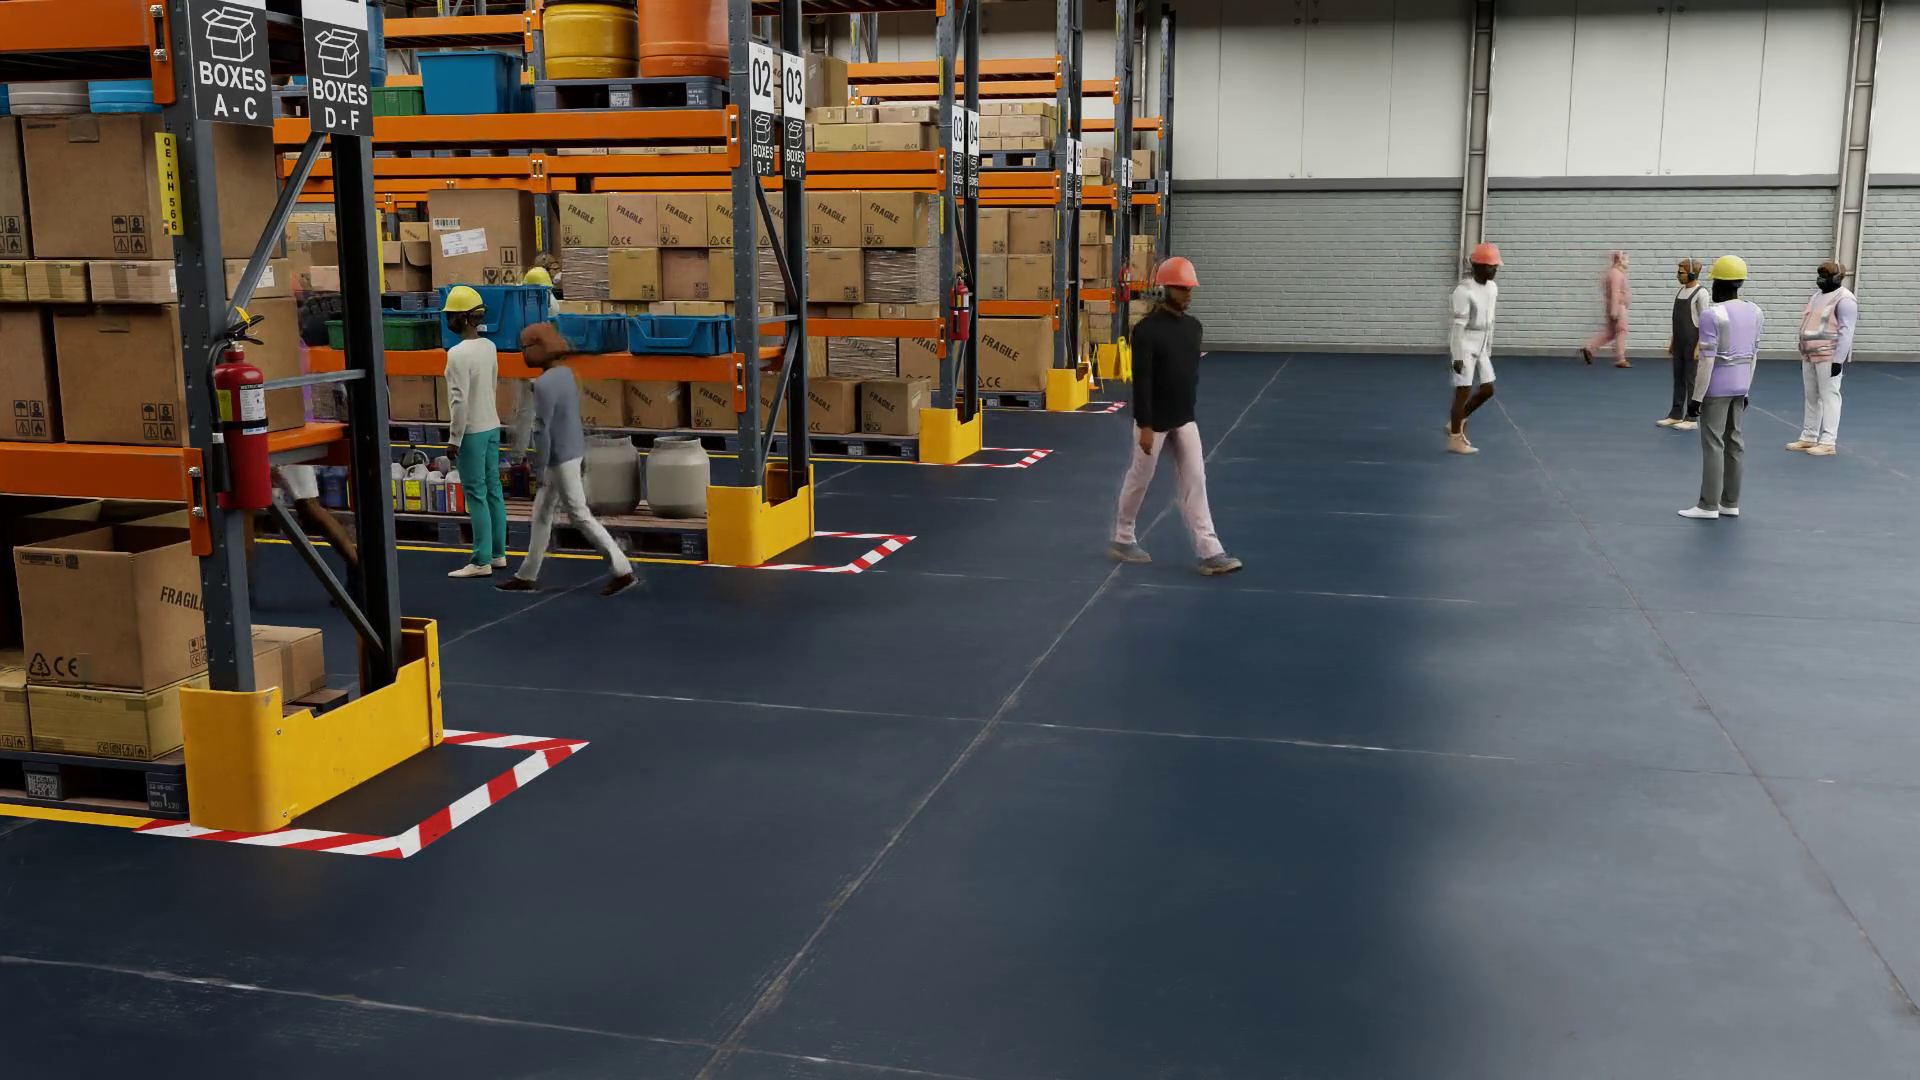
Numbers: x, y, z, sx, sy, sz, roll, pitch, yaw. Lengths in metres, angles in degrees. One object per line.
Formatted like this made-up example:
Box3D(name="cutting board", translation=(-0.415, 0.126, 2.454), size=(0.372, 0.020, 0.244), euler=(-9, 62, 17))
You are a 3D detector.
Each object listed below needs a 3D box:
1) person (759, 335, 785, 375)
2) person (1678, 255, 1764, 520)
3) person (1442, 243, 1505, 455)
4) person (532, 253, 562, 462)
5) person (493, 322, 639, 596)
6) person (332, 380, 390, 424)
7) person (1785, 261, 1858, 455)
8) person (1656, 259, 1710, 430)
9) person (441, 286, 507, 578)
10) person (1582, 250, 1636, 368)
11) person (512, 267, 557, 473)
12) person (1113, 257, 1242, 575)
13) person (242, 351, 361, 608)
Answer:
Box3D(name="person", translation=(-2.065, -2.096, 17.852), size=(0.402, 1.858, 0.553), euler=(5, 11, 25))
Box3D(name="person", translation=(5.576, -1.107, 12.176), size=(0.587, 1.930, 0.355), euler=(-5, 12, -28))
Box3D(name="person", translation=(4.883, -1.801, 15.794), size=(0.623, 2.016, 0.541), euler=(-8, 13, -38))
Box3D(name="person", translation=(-3.838, -1.677, 15.363), size=(0.378, 1.930, 0.629), euler=(-3, 11, -14))
Box3D(name="person", translation=(-2.258, -0.455, 9.509), size=(0.860, 1.585, 0.522), euler=(0, 10, 2))
Box3D(name="person", translation=(-4.686, -1.264, 12.968), size=(0.378, 1.959, 0.604), euler=(3, 11, 17))
Box3D(name="person", translation=(8.255, -1.741, 15.927), size=(0.429, 1.846, 0.629), euler=(-1, 10, -5))
Box3D(name="person", translation=(7.857, -2.111, 17.986), size=(0.349, 1.842, 0.505), euler=(-2, 10, -10))
Box3D(name="person", translation=(-2.966, -0.651, 10.108), size=(0.309, 1.769, 0.524), euler=(1, 10, 8))
Box3D(name="person", translation=(10.479, -3.704, 26.698), size=(0.737, 1.881, 0.653), euler=(3, 11, 14))
Box3D(name="person", translation=(-3.571, -1.455, 14.456), size=(0.818, 1.796, 0.631), euler=(1, 10, 8))
Box3D(name="person", translation=(1.291, -0.759, 10.240), size=(0.636, 1.934, 1.050), euler=(-8, 13, -36))
Box3D(name="person", translation=(-3.715, -0.533, 9.140), size=(1.009, 1.892, 0.546), euler=(1, 10, 4))
